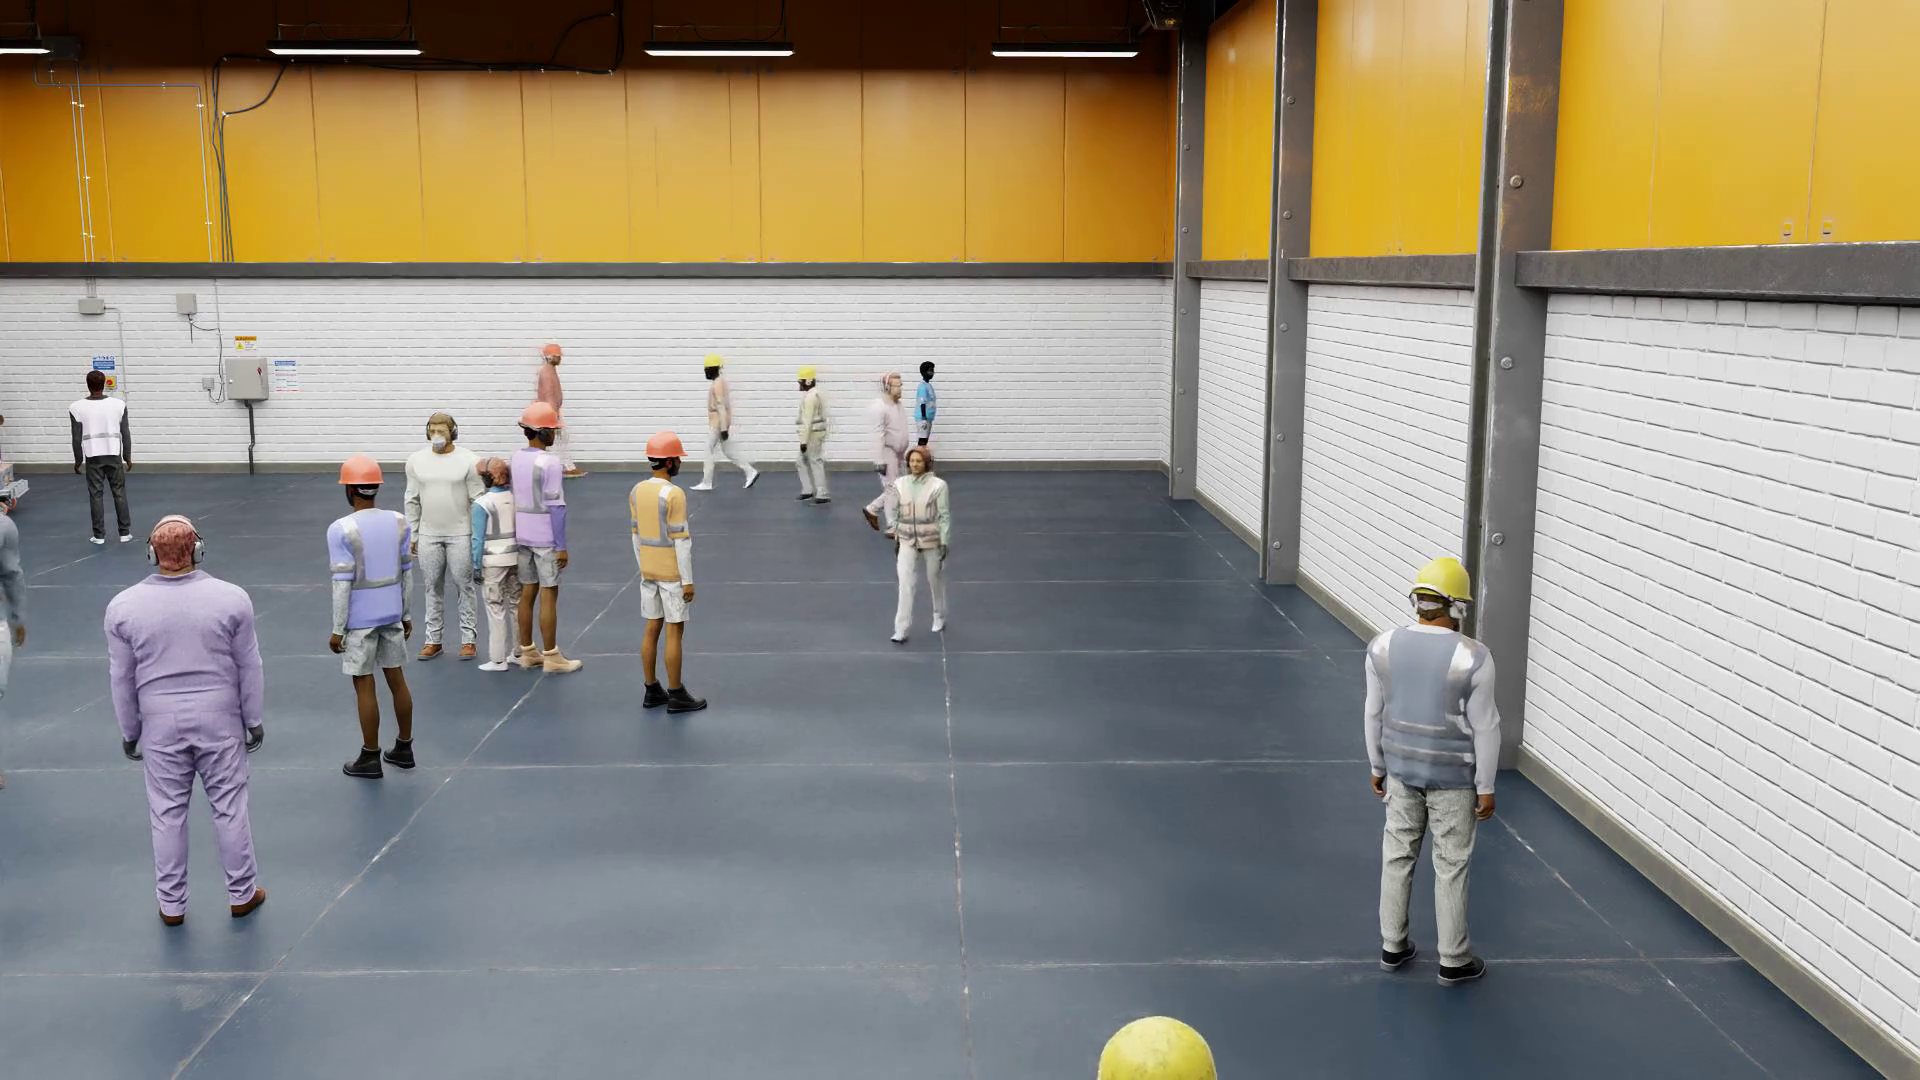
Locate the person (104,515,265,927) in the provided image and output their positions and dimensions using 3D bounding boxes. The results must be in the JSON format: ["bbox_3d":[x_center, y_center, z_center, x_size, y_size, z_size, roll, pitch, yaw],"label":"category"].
[{"bbox_3d":[-3.562,0.833,7.714,0.640,1.913,0.410,-3,10,-19],"label":"person"}]

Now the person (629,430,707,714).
[{"bbox_3d":[-2.009,0.217,11.407,0.543,1.939,0.359,8,12,41],"label":"person"}]

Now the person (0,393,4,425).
[{"bbox_3d":[-13.889,-1.804,23.529,0.615,2.030,0.405,-8,12,-41],"label":"person"}]

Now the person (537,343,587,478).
[{"bbox_3d":[-5.747,-1.834,23.885,0.858,1.960,0.663,0,9,-3],"label":"person"}]

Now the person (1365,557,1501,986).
[{"bbox_3d":[2.018,0.979,7.090,0.589,1.822,0.403,8,12,40],"label":"person"}]

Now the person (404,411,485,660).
[{"bbox_3d":[-3.990,-0.028,12.920,0.636,1.938,0.354,0,9,1],"label":"person"}]

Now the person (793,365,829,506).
[{"bbox_3d":[-1.963,-1.333,21.282,0.629,1.809,0.617,1,9,4],"label":"person"}]

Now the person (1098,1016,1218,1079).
[{"bbox_3d":[0.287,1.679,3.061,0.555,1.729,0.497,8,12,41],"label":"person"}]

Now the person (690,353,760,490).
[{"bbox_3d":[-3.224,-1.612,22.790,0.893,1.893,0.587,-1,9,-3],"label":"person"}]

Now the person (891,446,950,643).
[{"bbox_3d":[-0.316,0.018,13.667,0.530,1.596,0.868,3,10,18],"label":"person"}]

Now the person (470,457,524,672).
[{"bbox_3d":[-3.473,0.185,12.547,0.332,1.631,0.515,6,11,31],"label":"person"}]

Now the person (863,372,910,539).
[{"bbox_3d":[-0.824,-0.944,18.690,0.613,1.886,0.651,4,10,25],"label":"person"}]

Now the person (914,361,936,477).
[{"bbox_3d":[-0.506,-1.762,24.269,0.322,1.699,0.536,1,9,6],"label":"person"}]

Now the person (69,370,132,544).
[{"bbox_3d":[-9.489,-0.916,18.409,0.587,1.920,0.391,-6,11,-32],"label":"person"}]

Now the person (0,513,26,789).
[{"bbox_3d":[-5.891,0.484,9.855,0.819,1.917,0.634,9,13,43],"label":"person"}]

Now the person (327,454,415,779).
[{"bbox_3d":[-3.538,0.454,9.956,0.367,1.935,0.552,6,11,34],"label":"person"}]

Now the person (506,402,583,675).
[{"bbox_3d":[-3.136,-0.012,12.489,0.609,2.044,0.394,8,12,40],"label":"person"}]
